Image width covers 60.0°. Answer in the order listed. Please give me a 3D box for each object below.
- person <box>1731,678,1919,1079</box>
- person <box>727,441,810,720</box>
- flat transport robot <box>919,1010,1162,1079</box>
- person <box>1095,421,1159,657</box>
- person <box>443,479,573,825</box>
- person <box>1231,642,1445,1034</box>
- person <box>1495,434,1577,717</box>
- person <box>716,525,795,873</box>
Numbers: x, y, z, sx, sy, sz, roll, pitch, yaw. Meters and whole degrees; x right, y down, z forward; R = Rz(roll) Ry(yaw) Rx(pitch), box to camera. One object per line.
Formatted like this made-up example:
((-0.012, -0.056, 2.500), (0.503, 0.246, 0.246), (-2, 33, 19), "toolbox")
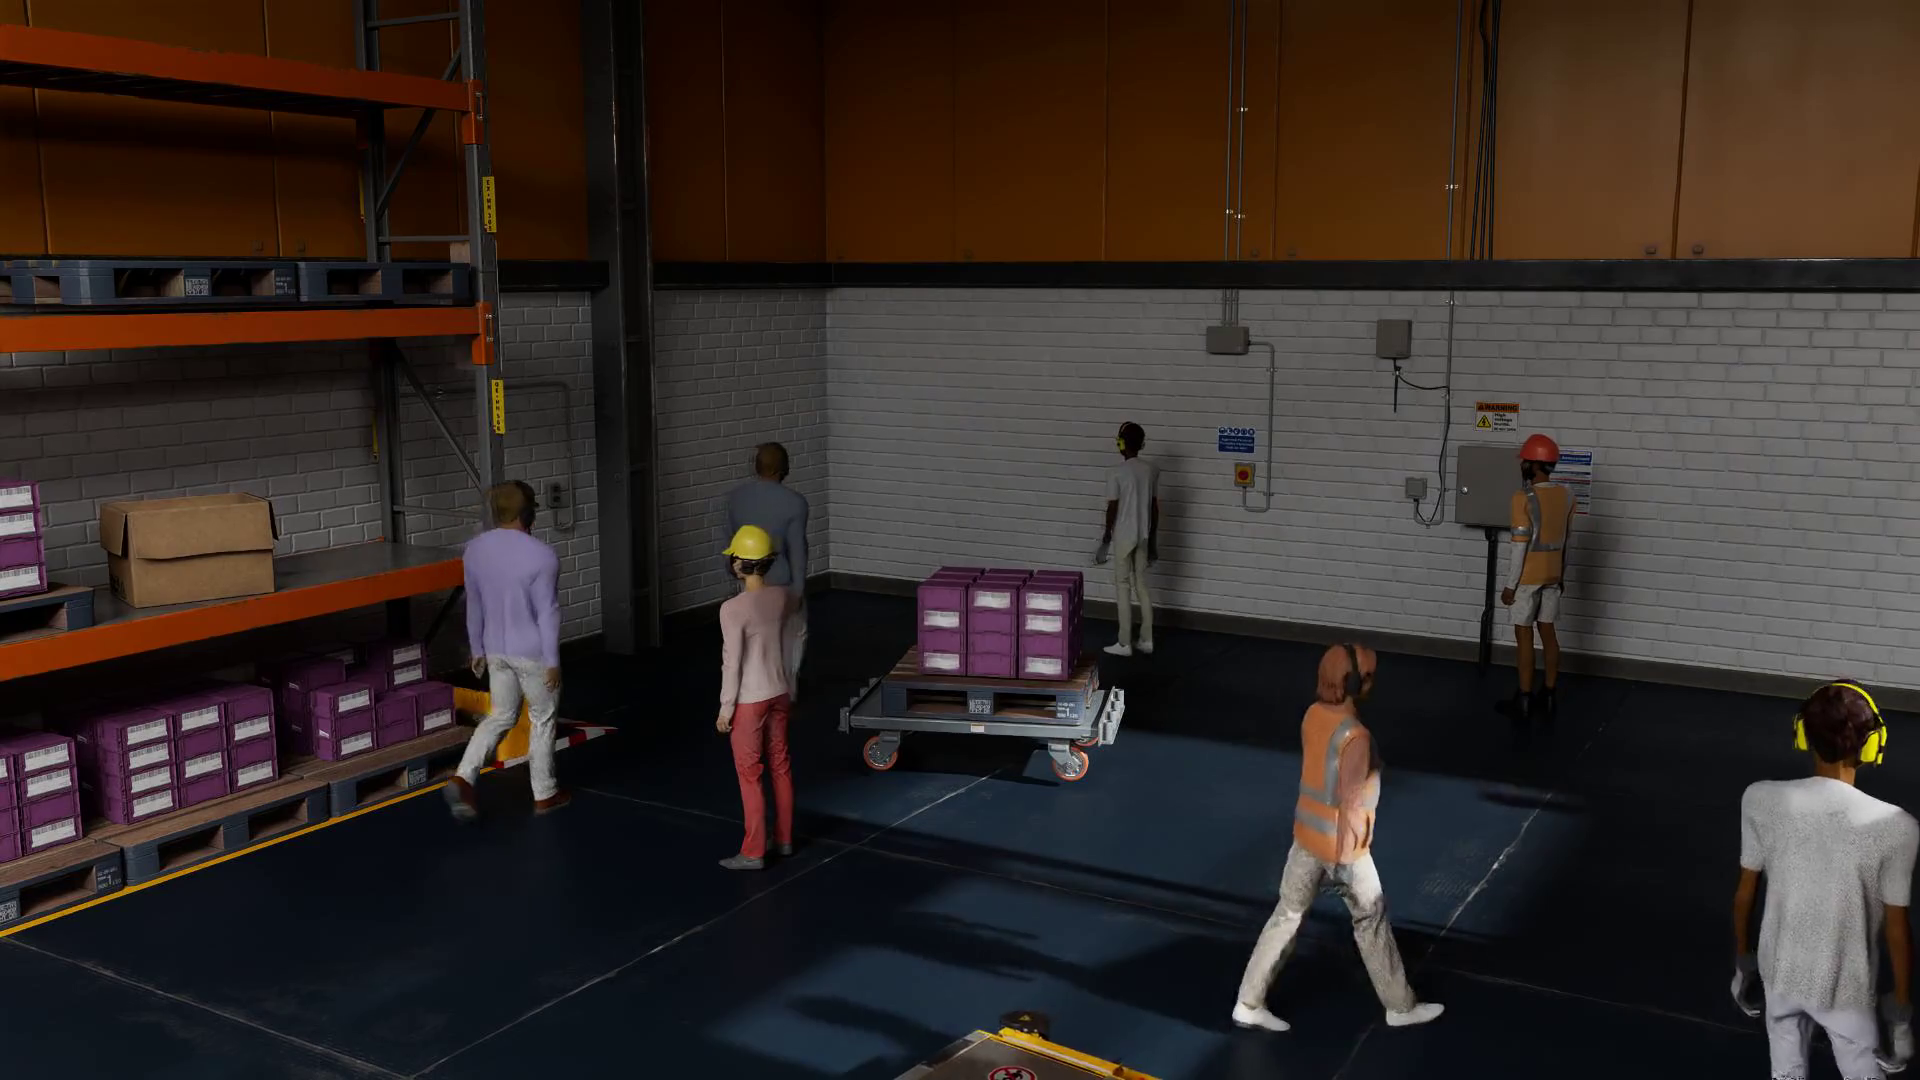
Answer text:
((2.547, 1.322, 4.923), (0.494, 1.857, 0.545), (-8, 12, -42), "person")
((-1.259, 0.297, 11.160), (0.640, 1.921, 0.542), (4, 10, 22), "person")
((0.050, 1.999, 5.652), (0.652, 0.197, 1.431), (7, 11, 37), "flat transport robot")
((1.348, -0.004, 13.184), (0.524, 1.870, 0.316), (-6, 11, -31), "person")
((-2.474, 0.628, 9.102), (0.635, 1.919, 0.779), (4, 10, 26), "person")
((1.491, 1.189, 6.581), (0.888, 1.592, 0.531), (-2, 9, -13), "person")
((3.936, 0.242, 11.424), (0.552, 1.937, 0.359), (-5, 10, -28), "person")
((-1.042, 0.801, 8.468), (0.298, 1.772, 0.533), (6, 11, 32), "person")
